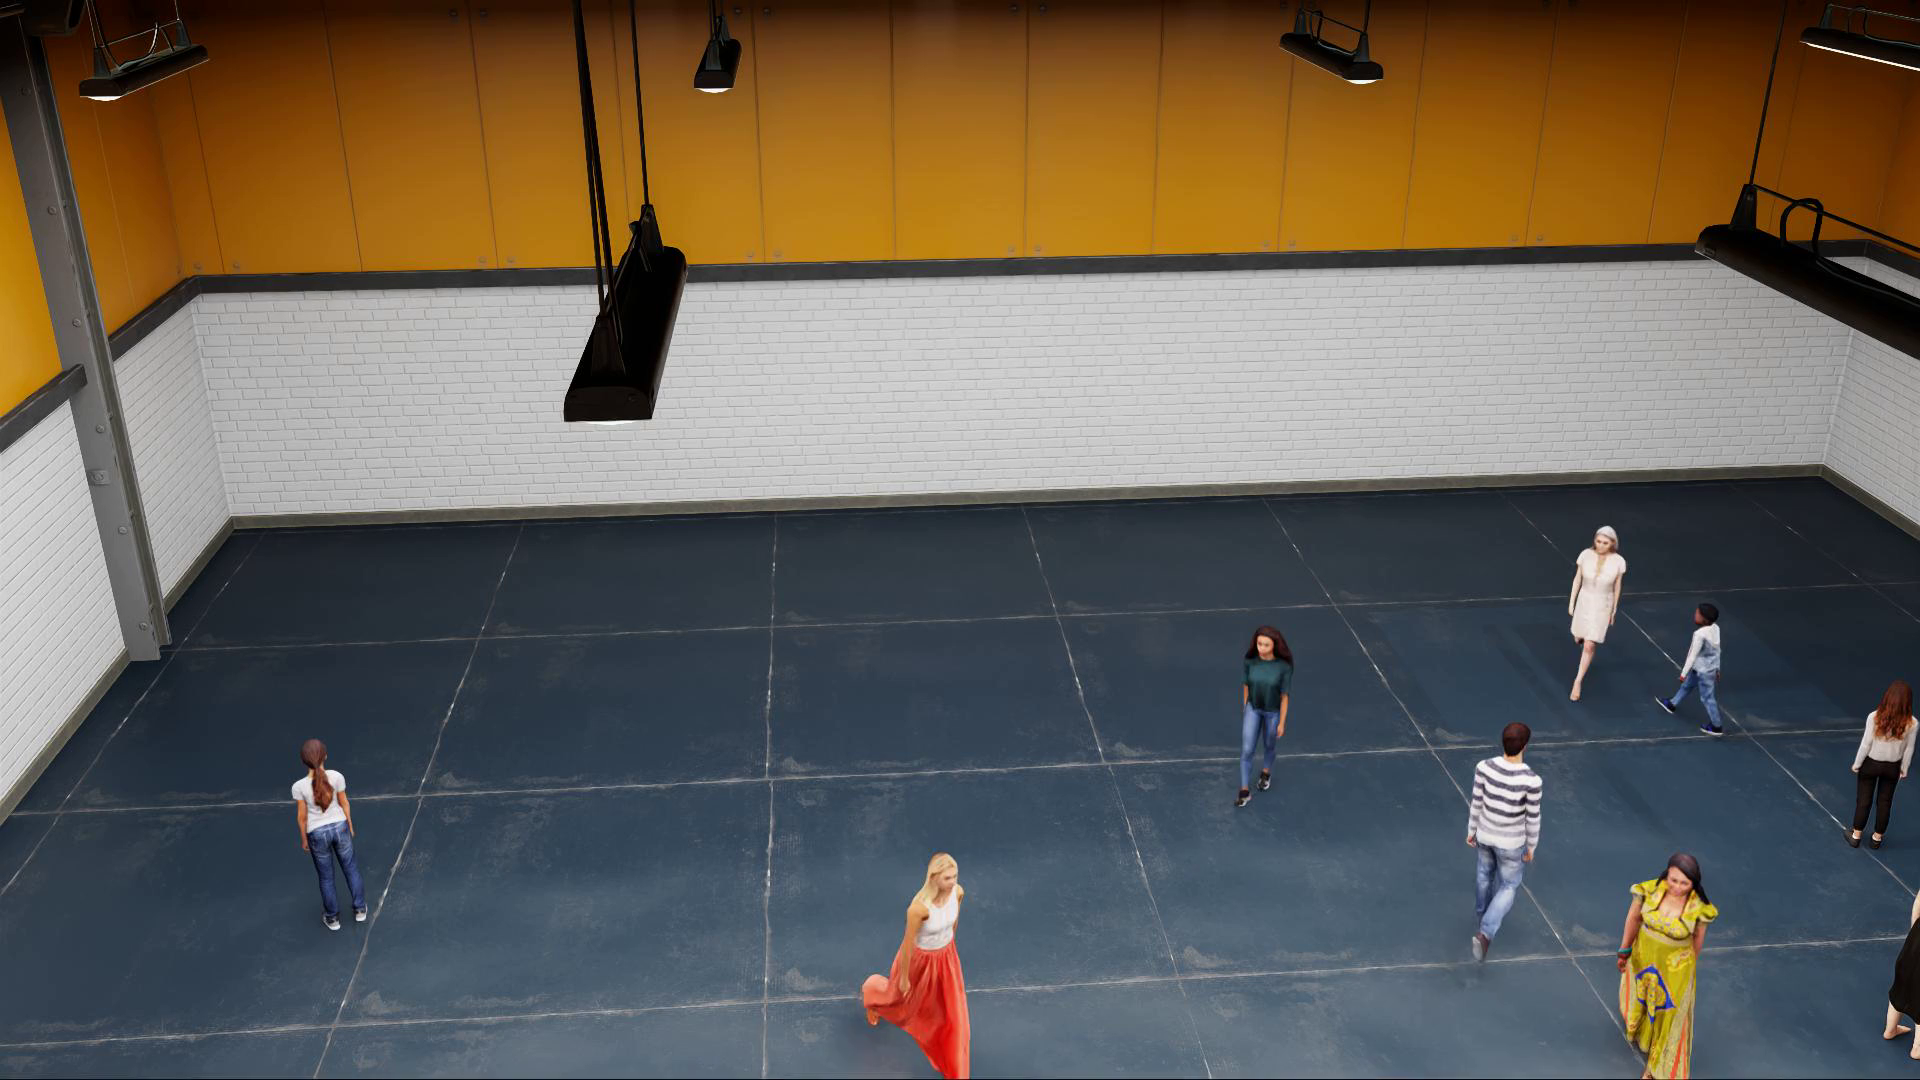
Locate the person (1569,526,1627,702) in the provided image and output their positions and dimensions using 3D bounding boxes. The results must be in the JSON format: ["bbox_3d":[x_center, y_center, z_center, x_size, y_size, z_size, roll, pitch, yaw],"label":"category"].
[{"bbox_3d":[6.020,0.649,15.783,0.954,1.717,1.105,13,27,27],"label":"person"}]

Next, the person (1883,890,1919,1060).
[{"bbox_3d":[6.519,2.728,11.142,0.703,1.624,0.588,-9,25,-19],"label":"person"}]

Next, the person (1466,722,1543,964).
[{"bbox_3d":[3.900,2.202,12.089,1.055,1.830,1.141,16,28,33],"label":"person"}]

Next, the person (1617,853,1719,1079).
[{"bbox_3d":[4.681,2.754,11.092,1.228,1.617,1.337,15,28,31],"label":"person"}]

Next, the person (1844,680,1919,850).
[{"bbox_3d":[7.430,1.814,13.408,0.608,1.484,0.583,7,24,15],"label":"person"}]

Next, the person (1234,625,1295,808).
[{"bbox_3d":[2.622,1.427,14.161,0.848,1.590,1.010,9,25,19],"label":"person"}]

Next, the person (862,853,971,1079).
[{"bbox_3d":[-0.272,2.750,10.953,1.128,1.736,1.389,-16,28,-31],"label":"person"}]

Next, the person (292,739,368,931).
[{"bbox_3d":[-4.735,2.185,12.462,0.610,1.562,0.625,-13,27,-27],"label":"person"}]

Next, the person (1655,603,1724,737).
[{"bbox_3d":[6.825,1.201,15.138,0.825,1.221,0.981,-18,29,-35],"label":"person"}]
